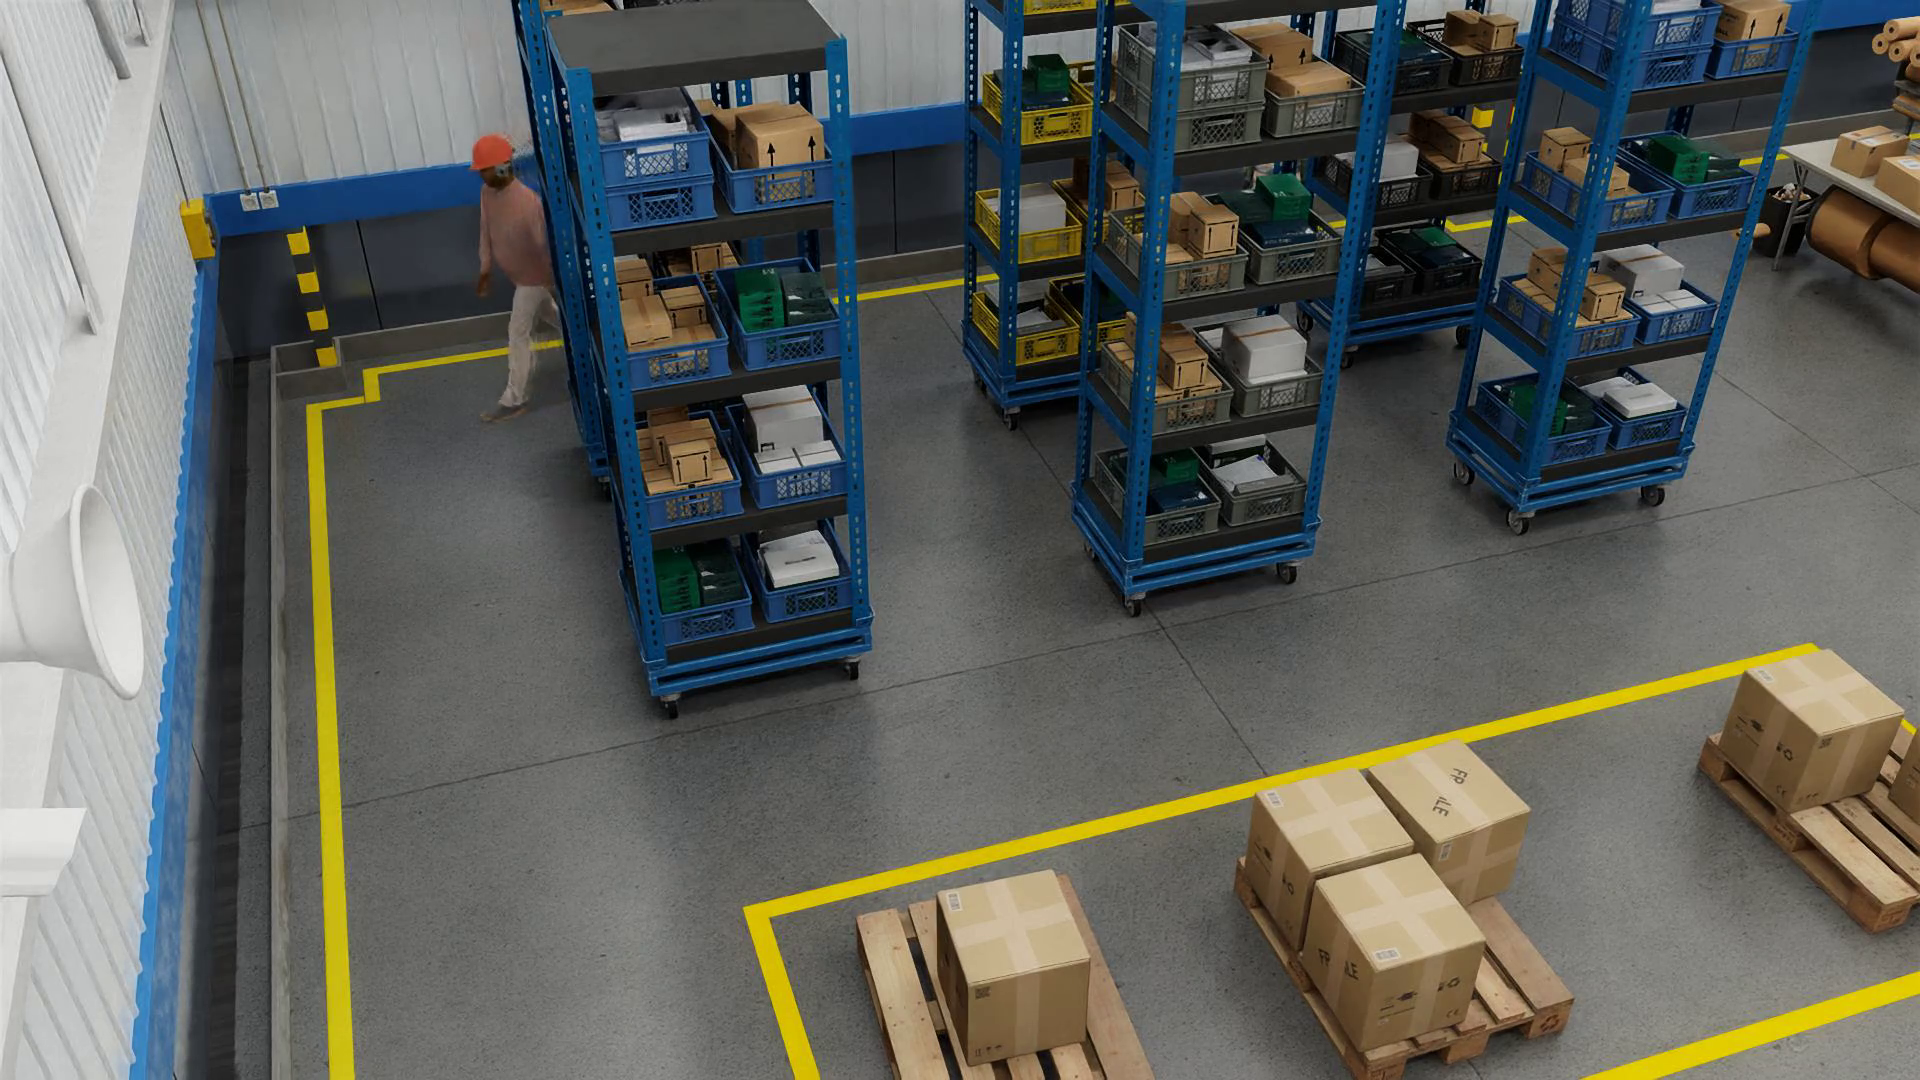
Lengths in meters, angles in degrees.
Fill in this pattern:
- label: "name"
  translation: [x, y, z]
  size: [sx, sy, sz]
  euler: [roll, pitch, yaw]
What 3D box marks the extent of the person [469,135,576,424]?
- label: "person"
  translation: [-2.880, -1.822, 11.199]
  size: [1.083, 1.938, 0.599]
  euler: [-29, 44, -34]
